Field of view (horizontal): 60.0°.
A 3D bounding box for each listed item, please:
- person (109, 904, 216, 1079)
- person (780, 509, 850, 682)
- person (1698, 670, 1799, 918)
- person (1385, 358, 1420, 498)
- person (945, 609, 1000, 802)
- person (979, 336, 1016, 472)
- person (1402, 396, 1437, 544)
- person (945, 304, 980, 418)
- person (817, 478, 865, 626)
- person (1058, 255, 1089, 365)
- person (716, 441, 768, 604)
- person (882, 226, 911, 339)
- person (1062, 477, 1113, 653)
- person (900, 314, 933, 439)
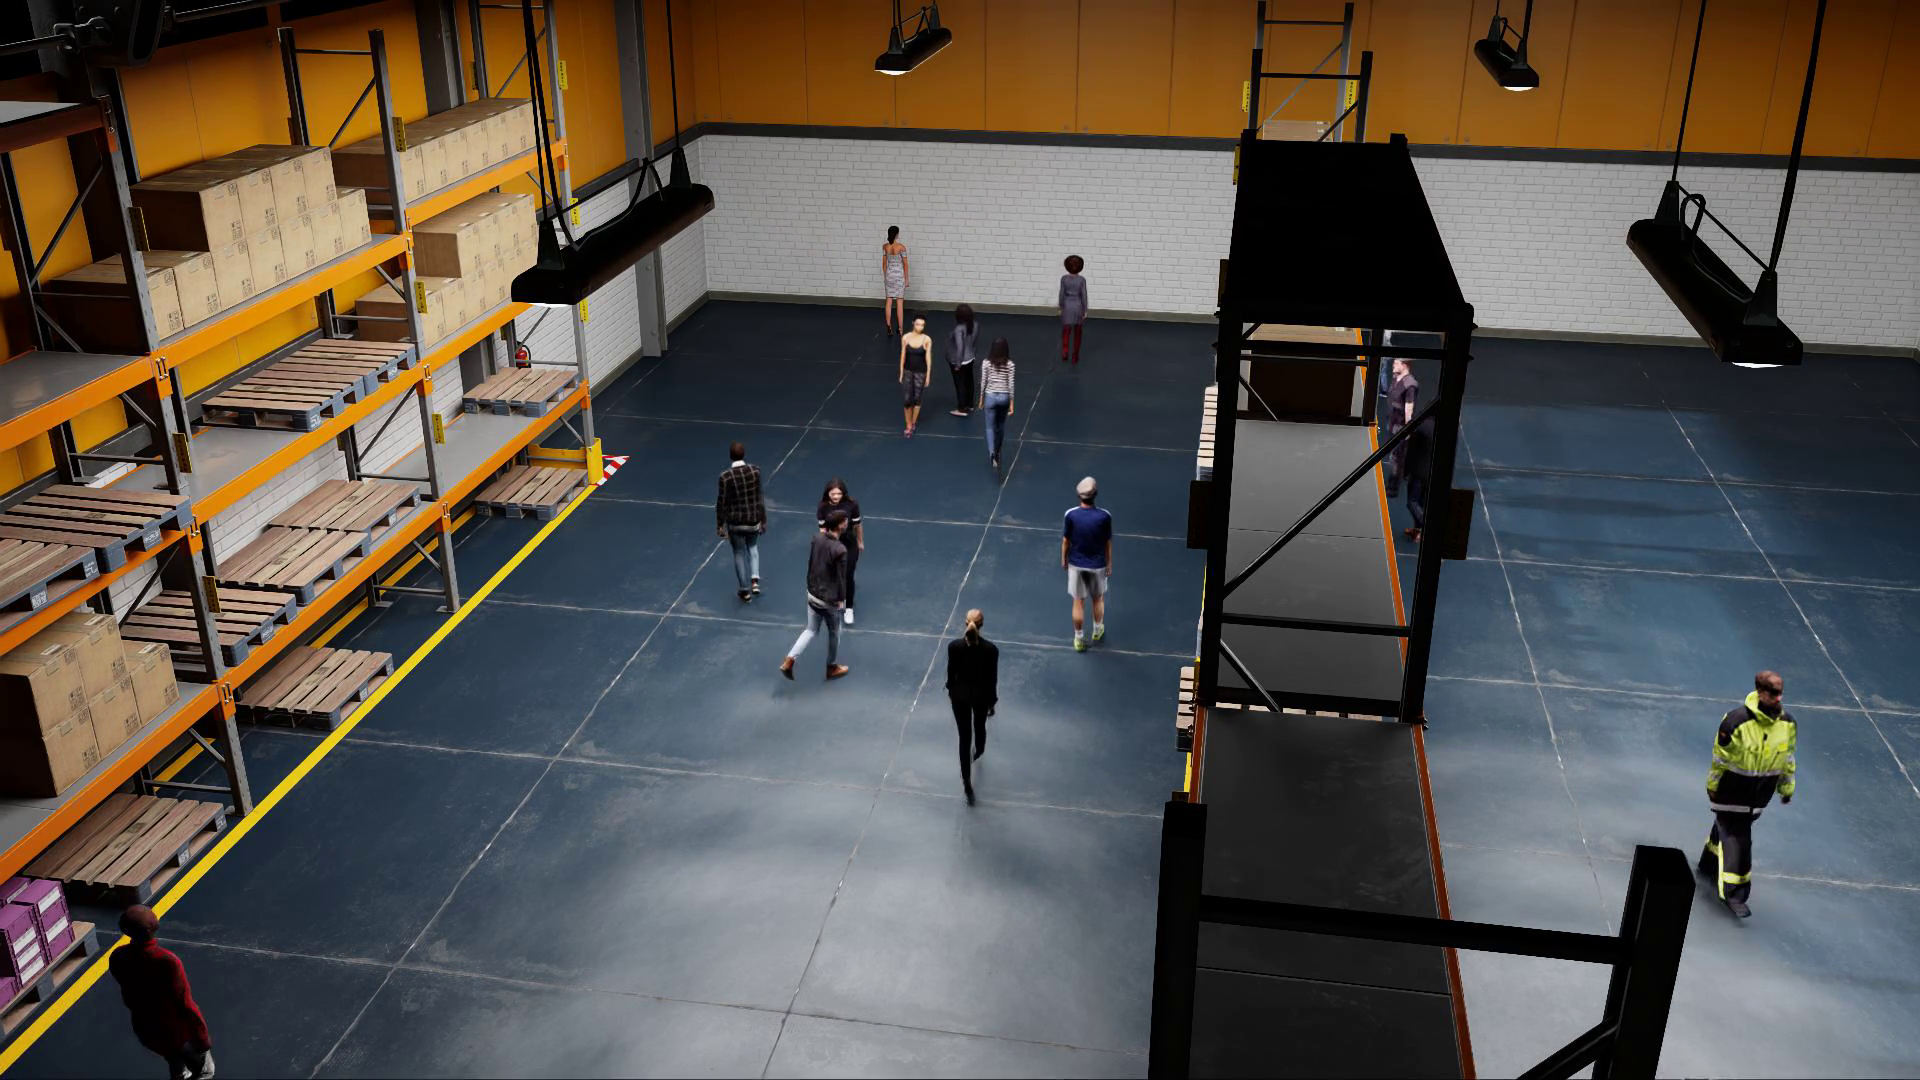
[{"bbox_3d":[-4.952,3.067,10.298,0.780,1.808,0.994,9,25,20],"label":"person"},{"bbox_3d":[-1.369,0.582,15.991,1.025,1.801,1.136,19,30,36],"label":"person"},{"bbox_3d":[6.040,1.849,12.909,1.011,1.948,1.165,-5,24,-12],"label":"person"},{"bbox_3d":[5.534,-1.421,20.538,0.960,1.829,0.960,-3,24,-7],"label":"person"},{"bbox_3d":[0.081,1.433,14.223,0.674,1.657,1.054,2,24,5],"label":"person"},{"bbox_3d":[0.460,-1.688,21.240,0.731,1.756,1.128,0,24,0],"label":"person"},{"bbox_3d":[5.350,-0.730,18.998,0.975,1.797,1.148,-7,25,-16],"label":"person"},{"bbox_3d":[0.043,-2.540,23.388,0.832,1.597,0.726,14,27,30],"label":"person"},{"bbox_3d":[-1.236,0.038,17.485,0.655,1.601,0.837,-1,24,-2],"label":"person"},{"bbox_3d":[1.701,-3.473,25.400,0.613,1.695,0.790,6,24,13],"label":"person"},{"bbox_3d":[-2.267,-0.152,17.665,0.835,1.805,0.876,-10,26,-22],"label":"person"},{"bbox_3d":[-1.058,-4.179,26.858,0.658,1.822,0.612,10,26,22],"label":"person"},{"bbox_3d":[1.276,0.261,16.686,0.683,1.833,0.782,2,24,5],"label":"person"},{"bbox_3d":[-0.591,-2.271,22.632,0.625,1.709,0.748,3,24,7],"label":"person"}]
